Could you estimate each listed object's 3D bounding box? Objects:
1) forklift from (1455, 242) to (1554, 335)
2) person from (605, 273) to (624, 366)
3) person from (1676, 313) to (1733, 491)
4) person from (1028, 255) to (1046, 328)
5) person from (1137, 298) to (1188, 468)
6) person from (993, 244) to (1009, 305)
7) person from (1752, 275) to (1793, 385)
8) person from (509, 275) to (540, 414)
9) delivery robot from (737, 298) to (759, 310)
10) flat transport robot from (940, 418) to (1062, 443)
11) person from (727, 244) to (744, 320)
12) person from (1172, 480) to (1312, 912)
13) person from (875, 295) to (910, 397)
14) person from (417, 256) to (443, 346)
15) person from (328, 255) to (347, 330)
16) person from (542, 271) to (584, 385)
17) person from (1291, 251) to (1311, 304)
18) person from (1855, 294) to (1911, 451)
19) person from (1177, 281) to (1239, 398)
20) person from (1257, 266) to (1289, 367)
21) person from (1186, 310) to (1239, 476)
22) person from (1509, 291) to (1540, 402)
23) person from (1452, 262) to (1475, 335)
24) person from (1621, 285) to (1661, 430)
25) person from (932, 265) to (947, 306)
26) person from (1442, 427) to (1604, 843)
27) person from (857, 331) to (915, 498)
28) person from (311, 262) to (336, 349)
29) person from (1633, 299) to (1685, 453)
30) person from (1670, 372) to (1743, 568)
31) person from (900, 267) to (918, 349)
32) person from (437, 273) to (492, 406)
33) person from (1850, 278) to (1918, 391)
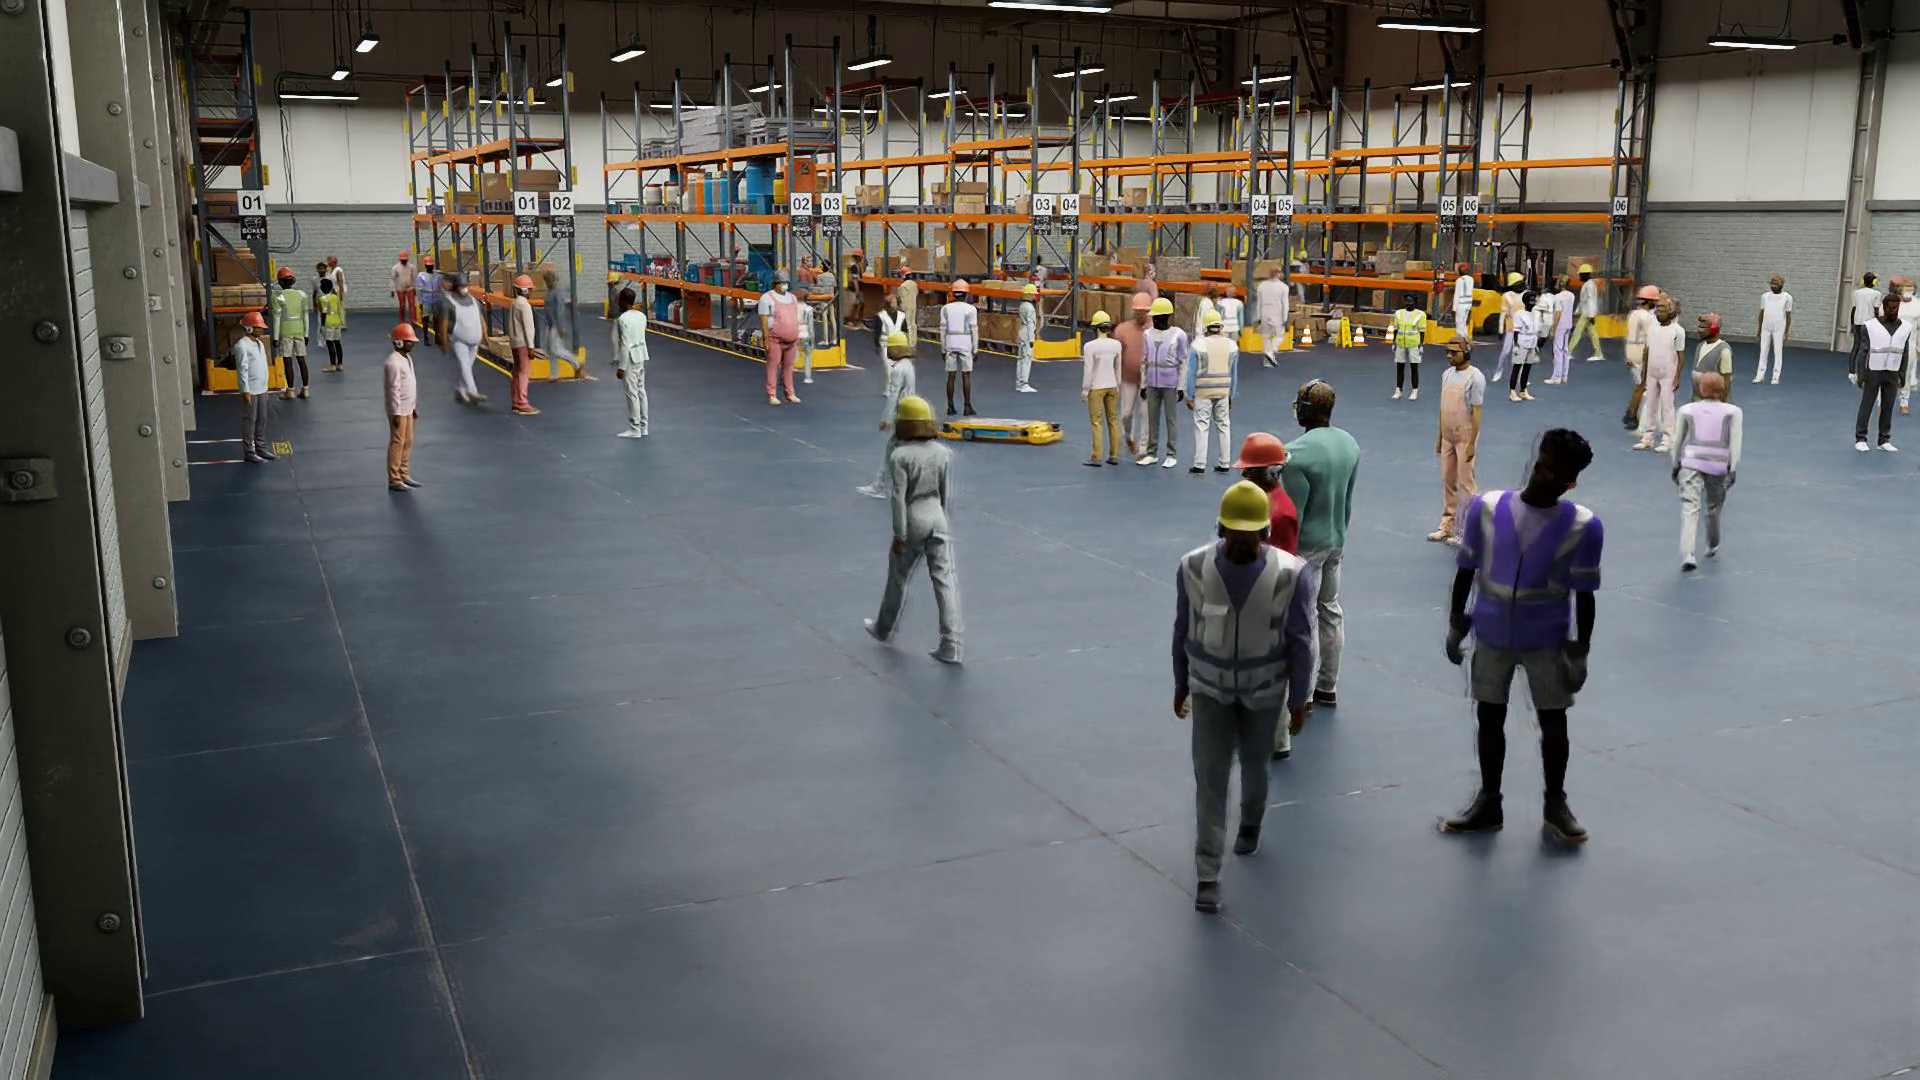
[{"bbox_3d":[13.047,-6.049,39.881,2.313,2.155,1.214,-5,12,-23],"label":"forklift"},{"bbox_3d":[-6.560,-4.174,31.514,0.426,1.752,0.592,-5,12,-25],"label":"person"},{"bbox_3d":[7.810,-1.433,17.318,0.377,1.841,0.567,-1,11,-5],"label":"person"},{"bbox_3d":[1.886,-6.195,41.530,0.553,1.835,0.833,-5,12,-22],"label":"person"},{"bbox_3d":[2.298,-1.782,18.885,0.589,1.924,0.384,9,14,37],"label":"person"},{"bbox_3d":[1.209,-8.148,51.250,0.594,1.919,0.387,6,13,28],"label":"person"},{"bbox_3d":[13.679,-3.528,27.971,0.348,1.842,0.505,-11,16,-44],"label":"person"},{"bbox_3d":[-6.270,-2.807,23.950,0.417,1.984,0.614,-7,13,-31],"label":"person"},{"bbox_3d":[-6.062,-6.823,47.757,0.477,0.478,0.707,9,14,39],"label":"delivery robot"},{"bbox_3d":[0.522,-1.406,21.188,1.431,0.197,0.652,5,12,22],"label":"flat transport robot"},{"bbox_3d":[-6.083,-7.002,45.109,0.607,2.045,0.390,10,15,42],"label":"person"},{"bbox_3d":[1.207,0.603,7.151,0.595,1.783,0.933,2,11,12],"label":"person"},{"bbox_3d":[-1.009,-2.963,25.682,0.530,1.599,0.819,-6,13,-29],"label":"person"},{"bbox_3d":[-11.523,-5.204,36.243,0.542,1.938,0.357,-8,14,-35],"label":"person"},{"bbox_3d":[-15.293,-6.074,40.905,0.375,1.841,0.570,-9,14,-38],"label":"person"},{"bbox_3d":[-6.766,-3.572,28.037,0.621,1.904,0.660,-7,13,-32],"label":"person"},{"bbox_3d":[9.772,-7.322,47.400,0.616,1.789,0.850,-8,14,-34],"label":"person"},{"bbox_3d":[11.170,-2.026,20.166,0.592,1.910,0.378,0,11,2],"label":"person"},{"bbox_3d":[3.828,-3.114,25.923,0.983,1.837,0.583,1,11,6],"label":"person"},{"bbox_3d":[5.819,-4.147,30.996,0.659,1.894,0.459,9,14,37],"label":"person"},{"bbox_3d":[2.761,-1.618,18.324,0.589,1.824,0.404,-4,12,-18],"label":"person"},{"bbox_3d":[8.660,-2.963,25.467,0.540,1.695,0.317,-7,13,-30],"label":"person"},{"bbox_3d":[10.318,-4.782,34.266,0.588,1.878,0.412,-10,15,-41],"label":"person"},{"bbox_3d":[9.097,-2.414,22.099,0.445,1.920,0.562,0,11,0],"label":"person"},{"bbox_3d":[-0.464,-6.572,43.425,0.552,1.846,0.443,-7,13,-32],"label":"person"},{"bbox_3d":[2.579,0.439,7.580,0.719,1.935,0.390,6,13,30],"label":"person"},{"bbox_3d":[-0.653,-1.208,16.538,0.871,1.704,0.508,1,11,5],"label":"person"},{"bbox_3d":[-13.518,-4.976,35.360,0.498,1.829,0.844,-3,12,-17],"label":"person"},{"bbox_3d":[8.456,-1.973,20.053,0.339,1.845,0.507,-7,13,-31],"label":"person"},{"bbox_3d":[6.102,-0.577,13.647,0.531,1.580,0.950,6,13,28],"label":"person"},{"bbox_3d":[-1.113,-4.881,35.080,0.339,1.747,0.564,6,13,28],"label":"person"},{"bbox_3d":[-7.447,-3.058,25.073,1.023,2.000,0.682,8,14,35],"label":"person"},{"bbox_3d":[15.160,-3.347,27.075,1.008,1.825,0.611,6,13,29],"label":"person"}]
